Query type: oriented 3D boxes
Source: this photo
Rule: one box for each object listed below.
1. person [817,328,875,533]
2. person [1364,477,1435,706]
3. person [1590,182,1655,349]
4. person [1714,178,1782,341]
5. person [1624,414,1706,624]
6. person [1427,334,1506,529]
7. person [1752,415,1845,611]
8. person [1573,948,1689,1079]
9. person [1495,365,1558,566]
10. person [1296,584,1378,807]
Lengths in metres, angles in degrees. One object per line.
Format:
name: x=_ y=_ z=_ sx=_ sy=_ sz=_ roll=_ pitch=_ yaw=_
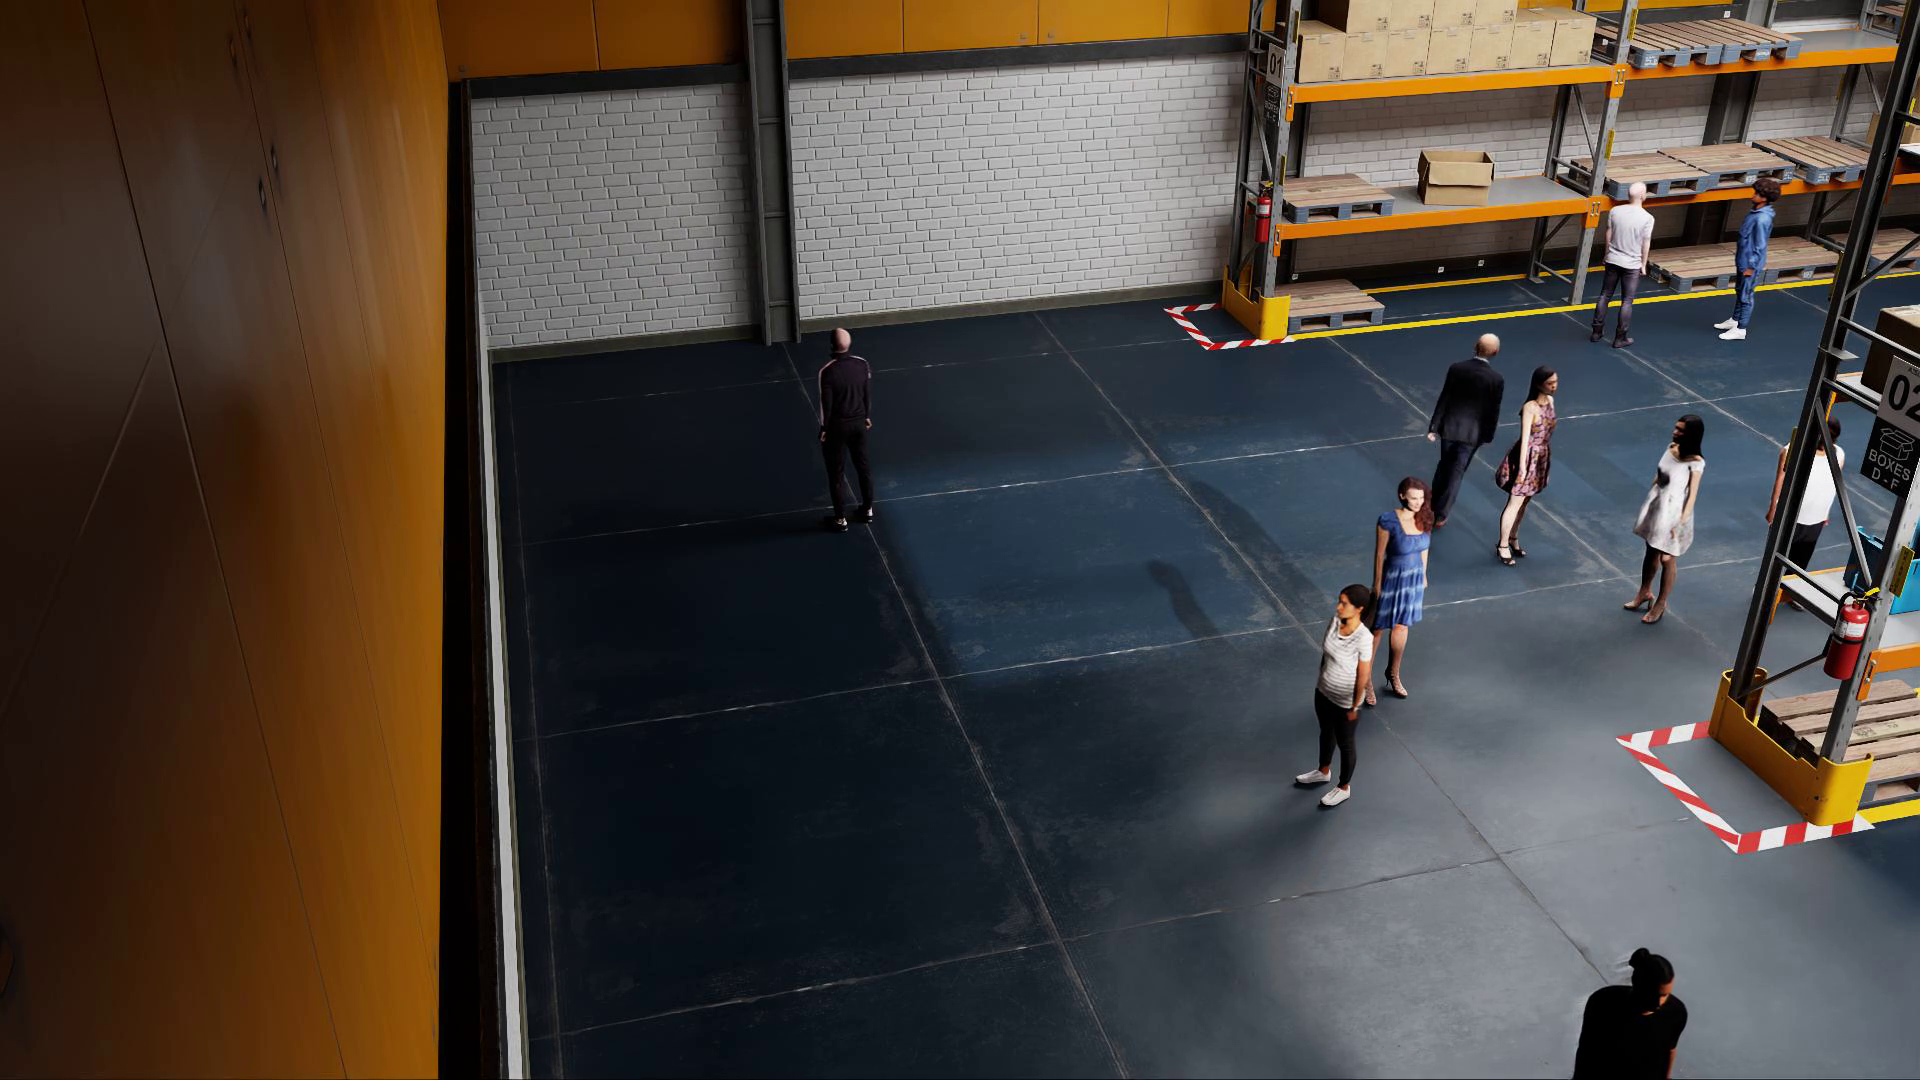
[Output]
person: x=-0.997 y=-0.964 z=14.465 sx=0.645 sy=1.835 sz=0.811 roll=-19 pitch=34 yaw=-31
person: x=3.174 y=0.364 z=12.061 sx=0.556 sy=1.805 sz=0.757 roll=-12 pitch=31 yaw=-20
person: x=7.280 y=-3.031 z=18.257 sx=0.754 sy=1.832 sz=0.749 roll=-25 pitch=37 yaw=-37
person: x=8.774 y=-3.122 z=18.445 sx=0.751 sy=1.811 sz=0.755 roll=7 pitch=29 yaw=13
person: x=5.568 y=-0.176 z=13.083 sx=0.615 sy=1.774 sz=0.633 roll=-7 pitch=29 yaw=-12
person: x=4.339 y=-0.899 z=14.415 sx=0.862 sy=1.769 sz=0.921 roll=12 pitch=31 yaw=21
person: x=6.723 y=-0.227 z=13.267 sx=0.632 sy=1.687 sz=0.780 roll=0 pitch=29 yaw=0
person: x=3.129 y=2.626 z=7.970 sx=0.600 sy=1.751 sz=0.744 roll=2 pitch=29 yaw=3
person: x=4.765 y=-0.631 z=13.918 sx=0.856 sy=1.774 sz=0.776 roll=24 pitch=37 yaw=37
person: x=2.536 y=1.005 z=11.051 sx=0.578 sy=1.646 sz=0.600 roll=-12 pitch=31 yaw=-21
